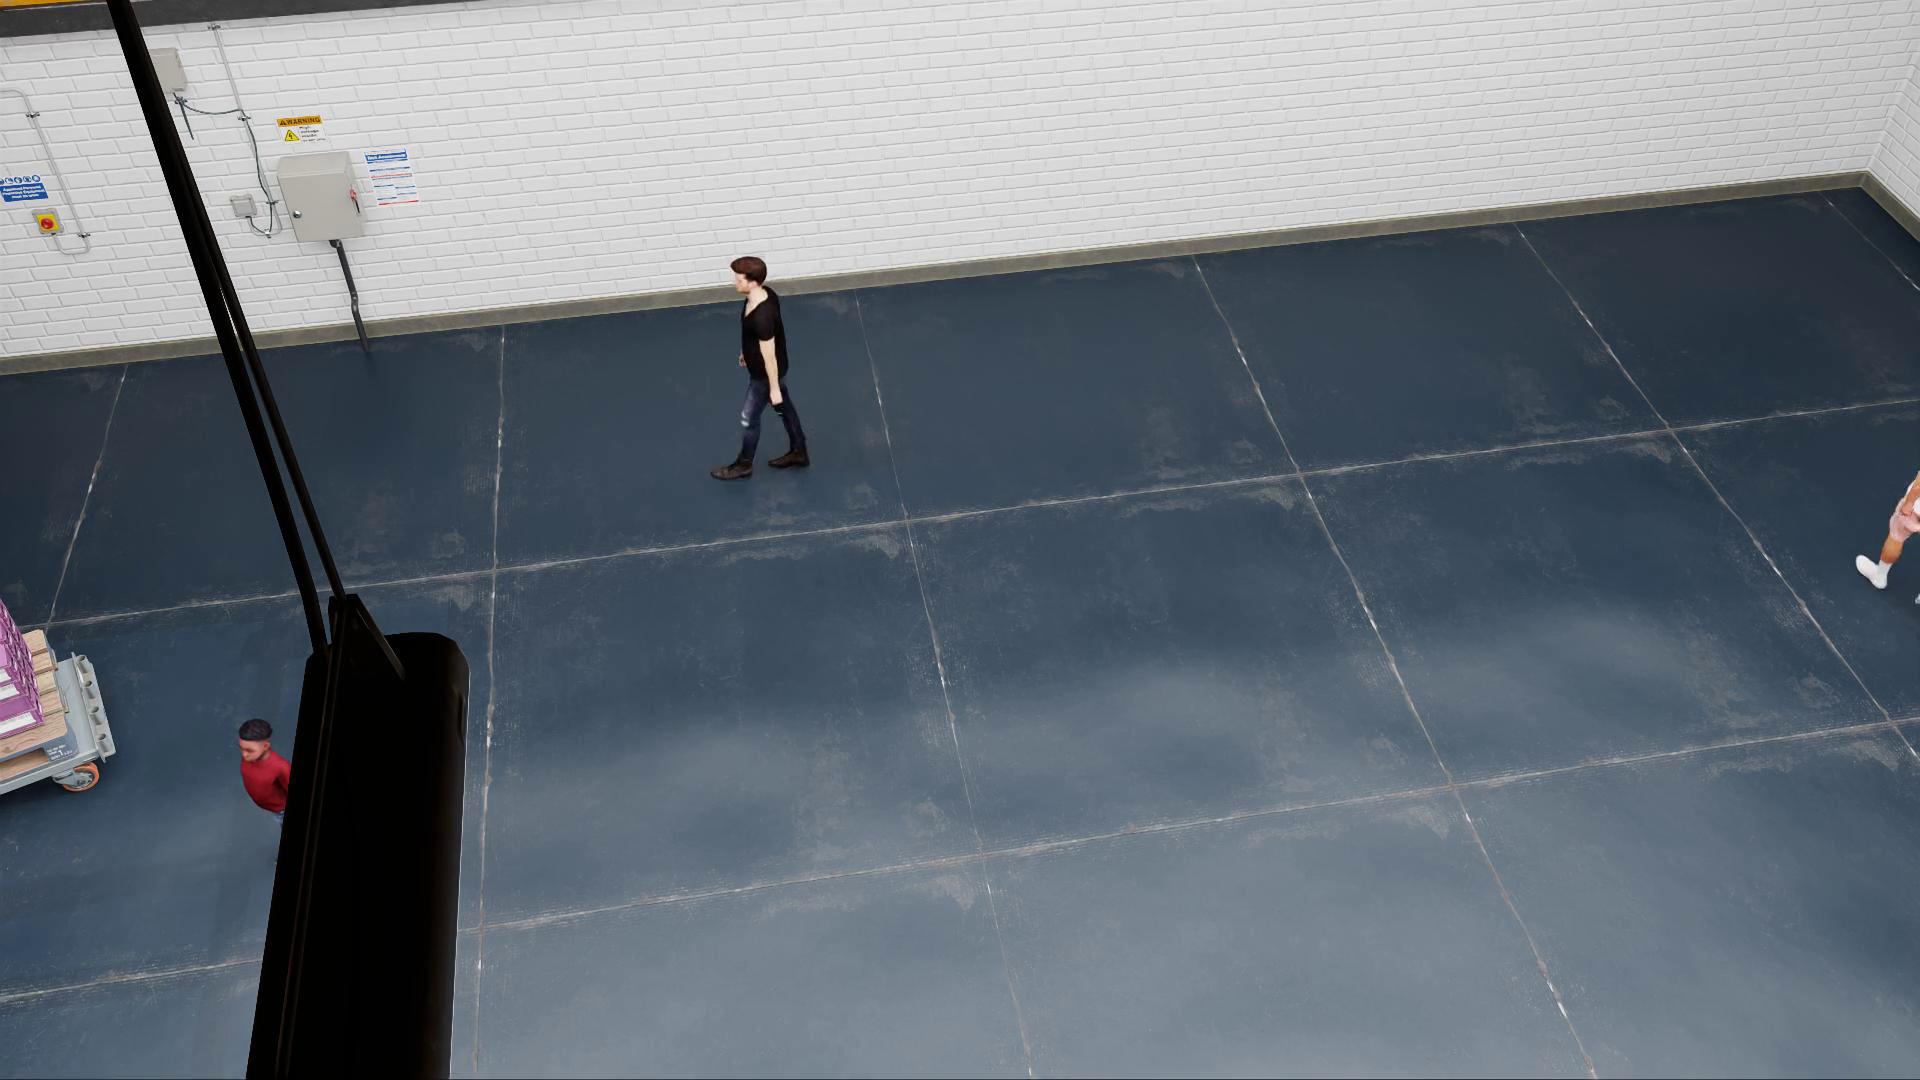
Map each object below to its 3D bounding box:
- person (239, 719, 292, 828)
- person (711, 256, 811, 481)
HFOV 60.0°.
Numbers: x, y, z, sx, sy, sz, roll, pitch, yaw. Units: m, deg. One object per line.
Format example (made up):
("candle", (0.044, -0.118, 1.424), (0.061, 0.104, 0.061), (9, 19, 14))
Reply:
("person", (-3.904, 1.461, 9.567), (0.581, 1.253, 0.630), (21, 47, 21))
("person", (-1.291, -1.225, 11.938), (0.778, 1.874, 0.899), (-6, 44, -6))
